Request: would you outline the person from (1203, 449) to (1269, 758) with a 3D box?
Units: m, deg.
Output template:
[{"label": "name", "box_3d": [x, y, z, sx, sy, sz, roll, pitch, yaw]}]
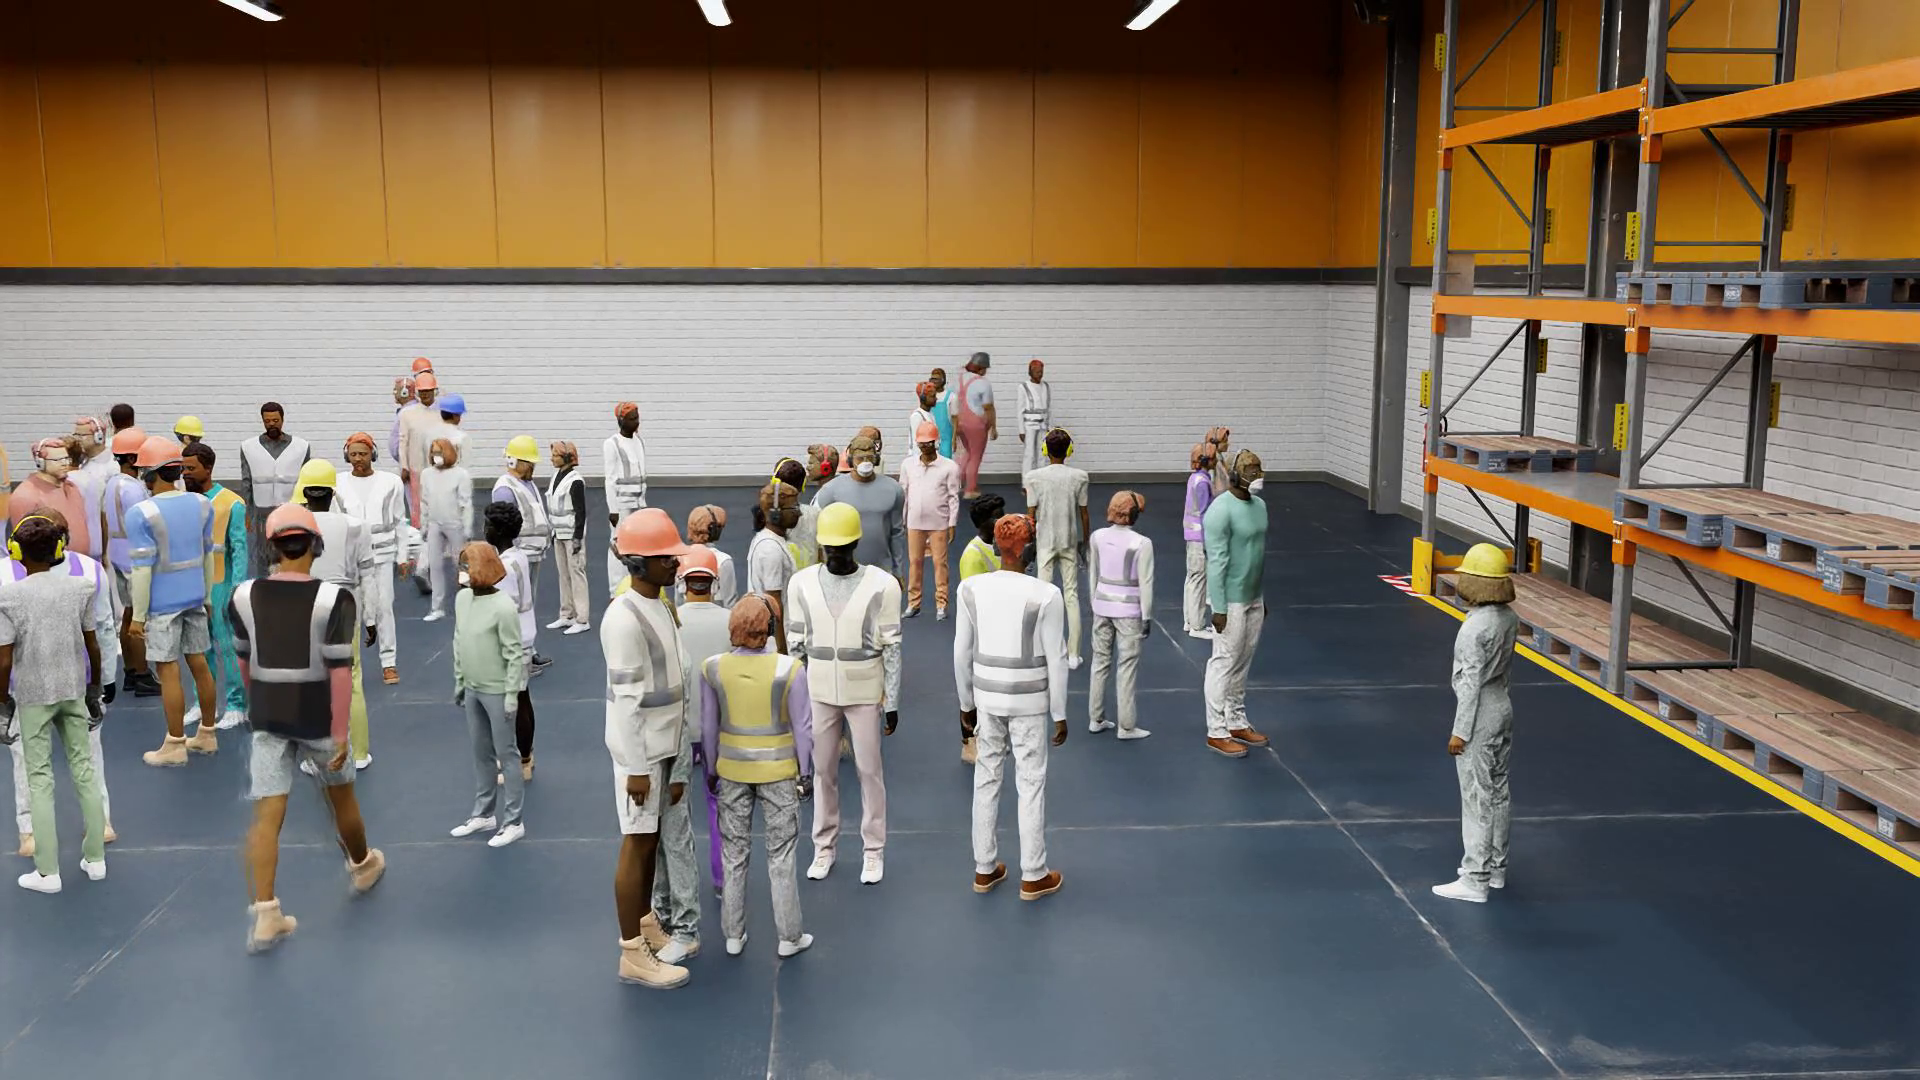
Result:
[{"label": "person", "box_3d": [1.764, 0.388, 10.540, 0.360, 1.938, 0.635, 7, 11, 36]}]

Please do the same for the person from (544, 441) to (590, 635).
[{"label": "person", "box_3d": [-3.321, -0.027, 14.080, 0.306, 1.640, 0.522, -7, 12, -38]}]

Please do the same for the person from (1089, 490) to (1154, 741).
[{"label": "person", "box_3d": [1.044, 0.489, 10.865, 0.530, 1.634, 0.313, 9, 12, 43]}]

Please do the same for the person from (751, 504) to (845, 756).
[{"label": "person", "box_3d": [-1.105, 0.555, 10.376, 0.877, 1.646, 0.599, 4, 10, 25]}]

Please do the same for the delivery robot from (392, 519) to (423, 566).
[{"label": "delivery robot", "box_3d": [-5.599, 0.033, 16.807, 0.477, 0.478, 0.707, -5, 10, -26]}]

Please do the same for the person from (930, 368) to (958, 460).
[{"label": "person", "box_3d": [-0.274, -1.287, 21.351, 0.517, 1.844, 0.332, 4, 10, 23]}]

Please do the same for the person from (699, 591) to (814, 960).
[{"label": "person", "box_3d": [-0.893, 1.044, 7.351, 0.514, 1.642, 0.310, 2, 9, 9]}]

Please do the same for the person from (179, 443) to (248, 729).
[{"label": "person", "box_3d": [-5.027, 0.301, 11.150, 0.592, 1.919, 0.392, 3, 9, 17]}]

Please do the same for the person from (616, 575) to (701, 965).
[{"label": "person", "box_3d": [-1.364, 0.999, 7.363, 0.322, 1.729, 0.487, -8, 12, -40]}]

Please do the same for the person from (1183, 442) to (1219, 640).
[{"label": "person", "box_3d": [2.017, 0.002, 13.897, 0.309, 1.641, 0.513, 0, 9, -1]}]

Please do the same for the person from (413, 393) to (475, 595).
[{"label": "person", "box_3d": [-4.926, -0.439, 15.846, 0.616, 1.919, 0.863, 3, 10, 18]}]

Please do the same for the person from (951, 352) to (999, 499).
[{"label": "person", "box_3d": [0.217, -1.572, 22.526, 0.543, 2.000, 0.708, -7, 12, -39]}]

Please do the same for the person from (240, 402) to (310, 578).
[{"label": "person", "box_3d": [-6.028, -0.265, 14.709, 0.590, 1.919, 0.392, -4, 10, -22]}]

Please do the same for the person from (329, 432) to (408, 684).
[{"label": "person", "box_3d": [-4.372, 0.142, 12.257, 0.582, 1.882, 0.338, -3, 10, -19]}]

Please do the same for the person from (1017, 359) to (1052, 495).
[{"label": "person", "box_3d": [1.029, -1.538, 22.863, 0.588, 1.866, 0.348, -7, 12, -38]}]

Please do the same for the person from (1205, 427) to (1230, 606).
[{"label": "person", "box_3d": [2.333, -0.222, 15.305, 0.314, 1.642, 0.514, 3, 10, 18]}]

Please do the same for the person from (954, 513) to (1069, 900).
[{"label": "person", "box_3d": [0.255, 0.805, 8.093, 0.583, 1.882, 0.337, 5, 10, 26]}]

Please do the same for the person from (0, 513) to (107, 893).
[{"label": "person", "box_3d": [-4.485, 0.797, 8.187, 0.328, 1.872, 0.515, 7, 12, 39]}]

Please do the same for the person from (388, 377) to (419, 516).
[{"label": "person", "box_3d": [-6.069, -0.834, 18.310, 0.406, 1.911, 0.639, -2, 9, -14]}]

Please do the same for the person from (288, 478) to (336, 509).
[{"label": "person", "box_3d": [-4.065, 0.464, 10.612, 0.533, 1.765, 0.321, 7, 11, 36]}]

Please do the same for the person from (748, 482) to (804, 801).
[{"label": "person", "box_3d": [-1.063, 0.580, 9.631, 0.327, 1.843, 0.514, -2, 9, -12]}]

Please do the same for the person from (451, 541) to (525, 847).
[{"label": "person", "box_3d": [-2.516, 0.810, 8.846, 0.500, 1.633, 0.286, 7, 12, 38]}]

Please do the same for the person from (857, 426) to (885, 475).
[{"label": "person", "box_3d": [-0.871, -0.260, 15.605, 0.279, 1.628, 0.503, 8, 12, 39]}]

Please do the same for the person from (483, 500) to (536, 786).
[{"label": "person", "box_3d": [-2.691, 0.609, 9.913, 0.316, 1.696, 0.540, -1, 9, -8]}]

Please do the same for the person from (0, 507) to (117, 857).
[{"label": "person", "box_3d": [-4.749, 0.735, 8.729, 0.621, 1.837, 0.430, -7, 12, -39]}]

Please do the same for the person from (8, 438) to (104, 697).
[{"label": "person", "box_3d": [-6.257, 0.241, 11.569, 0.403, 1.906, 0.651, 1, 9, 5]}]

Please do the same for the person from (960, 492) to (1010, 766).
[{"label": "person", "box_3d": [0.159, 0.546, 10.306, 0.317, 1.695, 0.540, 3, 9, 17]}]

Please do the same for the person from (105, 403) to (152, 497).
[{"label": "person", "box_3d": [-7.619, -0.295, 15.052, 0.597, 1.879, 0.915, 1, 9, 3]}]

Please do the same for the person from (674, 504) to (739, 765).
[{"label": "person", "box_3d": [-1.537, 0.599, 10.153, 0.519, 1.640, 0.307, 7, 12, 38]}]

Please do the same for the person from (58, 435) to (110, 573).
[{"label": "person", "box_3d": [-6.621, 0.131, 12.492, 0.345, 1.836, 0.518, 3, 10, 21]}]

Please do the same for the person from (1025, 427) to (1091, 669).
[{"label": "person", "box_3d": [0.741, 0.067, 12.779, 0.534, 1.868, 0.309, -1, 9, -4]}]

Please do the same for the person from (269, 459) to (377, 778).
[{"label": "person", "box_3d": [-3.845, 0.469, 10.067, 0.595, 1.925, 0.373, -5, 10, -26]}]

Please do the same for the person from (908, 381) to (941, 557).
[{"label": "person", "box_3d": [-0.383, -0.771, 17.987, 0.338, 1.882, 0.583, 2, 9, 12]}]

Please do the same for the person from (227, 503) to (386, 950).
[{"label": "person", "box_3d": [-3.065, 0.818, 7.736, 0.606, 1.976, 1.011, 0, 9, -1]}]

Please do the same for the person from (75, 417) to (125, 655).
[{"label": "person", "box_3d": [-6.868, -0.028, 13.249, 0.636, 1.911, 0.404, 4, 10, 24]}]

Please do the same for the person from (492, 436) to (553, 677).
[{"label": "person", "box_3d": [-3.313, 0.114, 12.627, 0.404, 1.820, 0.600, 0, 9, 2]}]

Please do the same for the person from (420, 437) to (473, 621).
[{"label": "person", "box_3d": [-4.527, -0.117, 14.744, 0.511, 1.611, 0.678, 2, 9, 13]}]

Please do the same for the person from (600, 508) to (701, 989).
[{"label": "person", "box_3d": [-1.319, 0.877, 7.143, 0.380, 2.045, 0.605, 0, 9, 2]}]

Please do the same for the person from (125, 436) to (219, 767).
[{"label": "person", "box_3d": [-4.872, 0.380, 10.268, 0.370, 2.044, 0.608, 4, 10, 21]}]

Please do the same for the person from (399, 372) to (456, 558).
[{"label": "person", "box_3d": [-5.665, -0.790, 17.755, 0.611, 1.996, 0.378, -3, 9, -17]}]

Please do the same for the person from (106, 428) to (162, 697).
[{"label": "person", "box_3d": [-5.915, 0.159, 11.981, 0.360, 1.938, 0.545, -8, 12, -41]}]

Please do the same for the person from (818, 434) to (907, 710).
[{"label": "person", "box_3d": [-0.671, 0.232, 11.518, 0.635, 1.937, 0.354, -3, 10, -20]}]

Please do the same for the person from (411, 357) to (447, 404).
[{"label": "person", "box_3d": [-6.721, -1.298, 20.953, 0.376, 1.995, 0.608, 6, 11, 32]}]

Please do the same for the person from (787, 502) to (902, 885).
[{"label": "person", "box_3d": [-0.577, 0.759, 8.278, 0.587, 1.920, 0.396, 2, 9, 12]}]

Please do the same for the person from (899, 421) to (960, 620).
[{"label": "person", "box_3d": [-0.286, -0.169, 14.615, 0.562, 1.752, 0.324, 2, 9, 14]}]

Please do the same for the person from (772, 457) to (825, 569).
[{"label": "person", "box_3d": [-1.080, 0.404, 10.656, 0.517, 1.873, 0.334, -9, 12, -43]}]

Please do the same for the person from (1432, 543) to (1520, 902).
[{"label": "person", "box_3d": [2.515, 0.879, 8.072, 0.295, 1.744, 0.485, 8, 12, 40]}]

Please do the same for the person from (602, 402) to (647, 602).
[{"label": "person", "box_3d": [-3.024, -0.316, 15.136, 0.359, 1.882, 0.575, 3, 10, 20]}]
